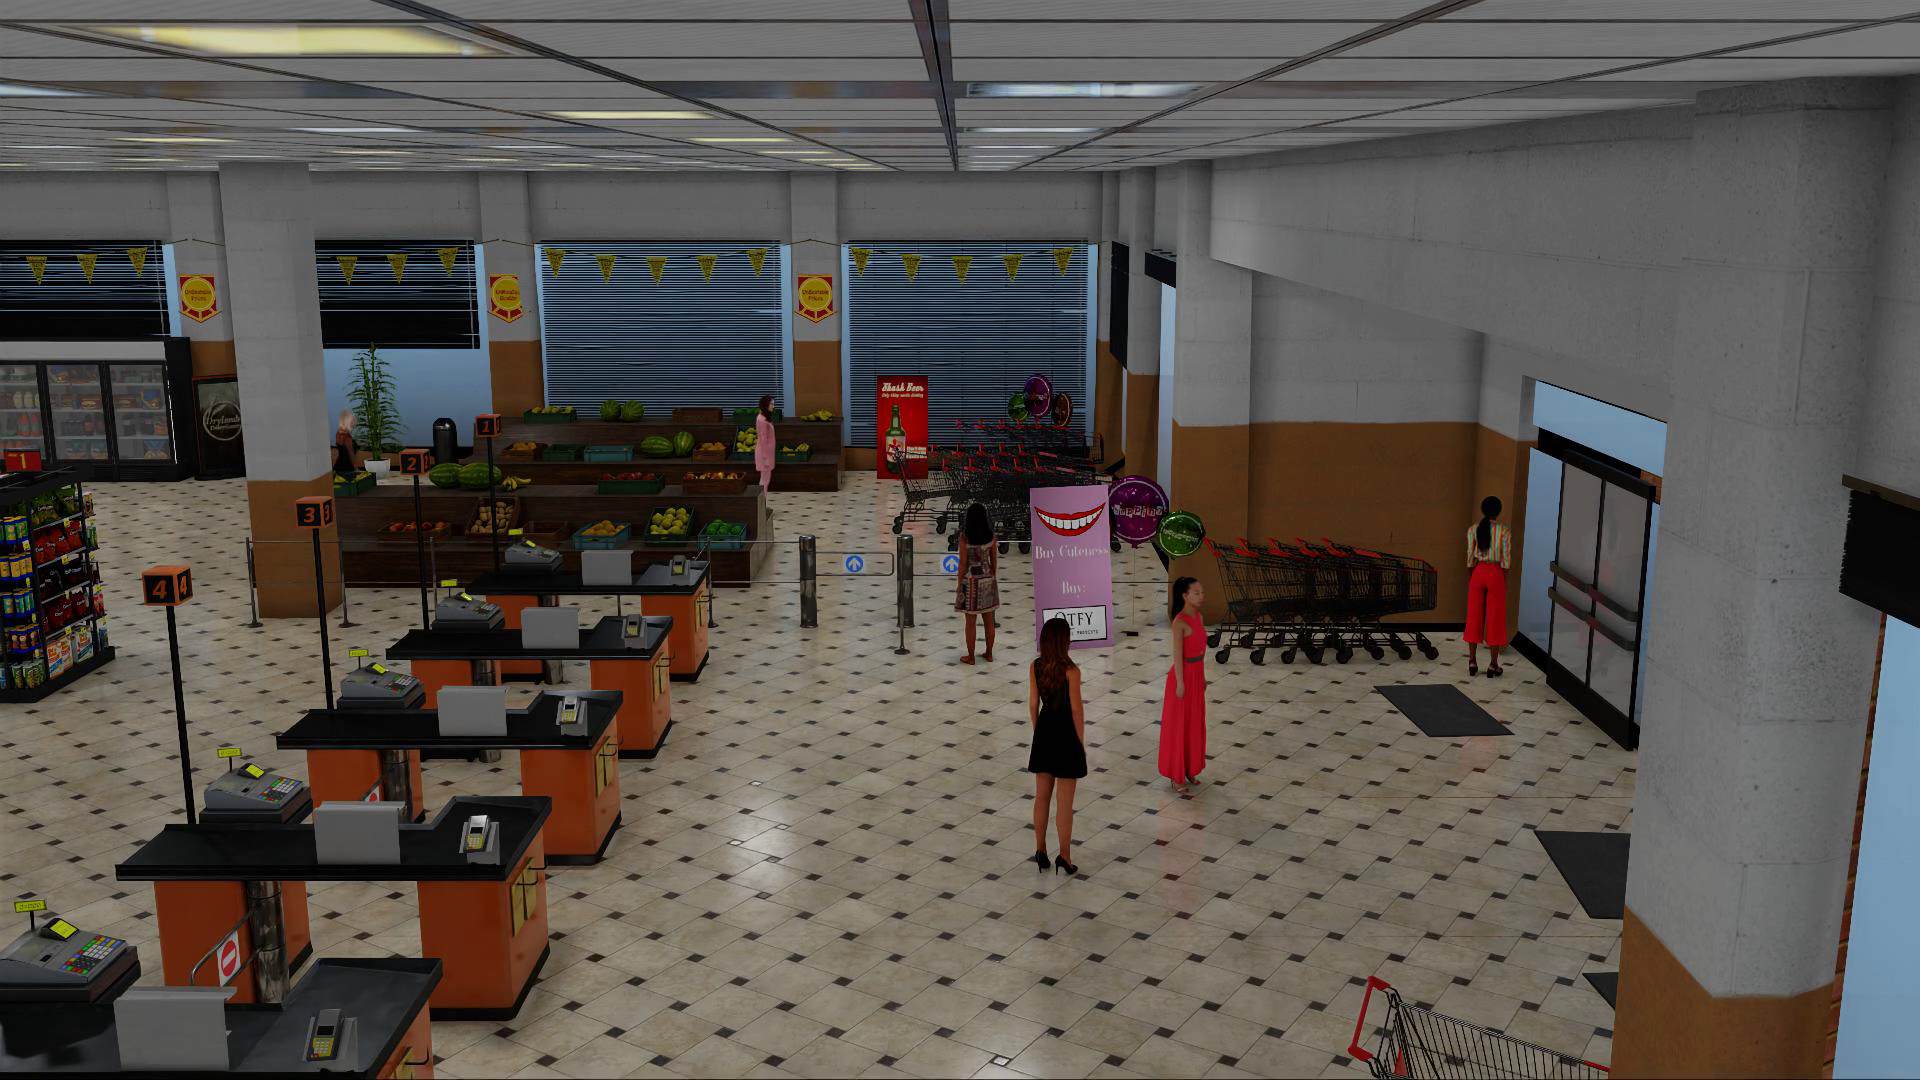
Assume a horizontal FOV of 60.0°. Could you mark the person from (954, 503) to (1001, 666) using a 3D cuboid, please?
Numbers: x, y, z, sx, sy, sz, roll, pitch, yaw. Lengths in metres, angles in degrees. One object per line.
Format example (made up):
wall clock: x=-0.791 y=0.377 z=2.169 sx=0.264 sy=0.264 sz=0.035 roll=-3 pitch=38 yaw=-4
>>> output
person: x=0.176 y=0.429 z=16.742 sx=0.636 sy=1.645 sz=0.783 roll=-6 pitch=13 yaw=-26

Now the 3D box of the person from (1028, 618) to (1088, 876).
person: x=0.664 y=1.431 z=11.525 sx=0.630 sy=1.835 sz=0.725 roll=8 pitch=14 yaw=32

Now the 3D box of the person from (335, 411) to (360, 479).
person: x=-8.552 y=-0.915 z=22.946 sx=0.799 sy=1.718 sz=0.757 roll=-9 pitch=15 yaw=-38

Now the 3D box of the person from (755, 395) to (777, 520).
person: x=-2.839 y=-1.206 z=24.129 sx=0.532 sy=1.801 sz=0.618 roll=-1 pitch=12 yaw=-4

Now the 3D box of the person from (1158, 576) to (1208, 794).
person: x=1.797 y=1.133 z=13.199 sx=0.747 sy=1.727 sz=0.713 roll=8 pitch=15 yaw=35

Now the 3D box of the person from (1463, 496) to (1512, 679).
person: x=5.161 y=0.451 z=16.282 sx=0.648 sy=1.792 sz=0.748 roll=8 pitch=14 yaw=33
